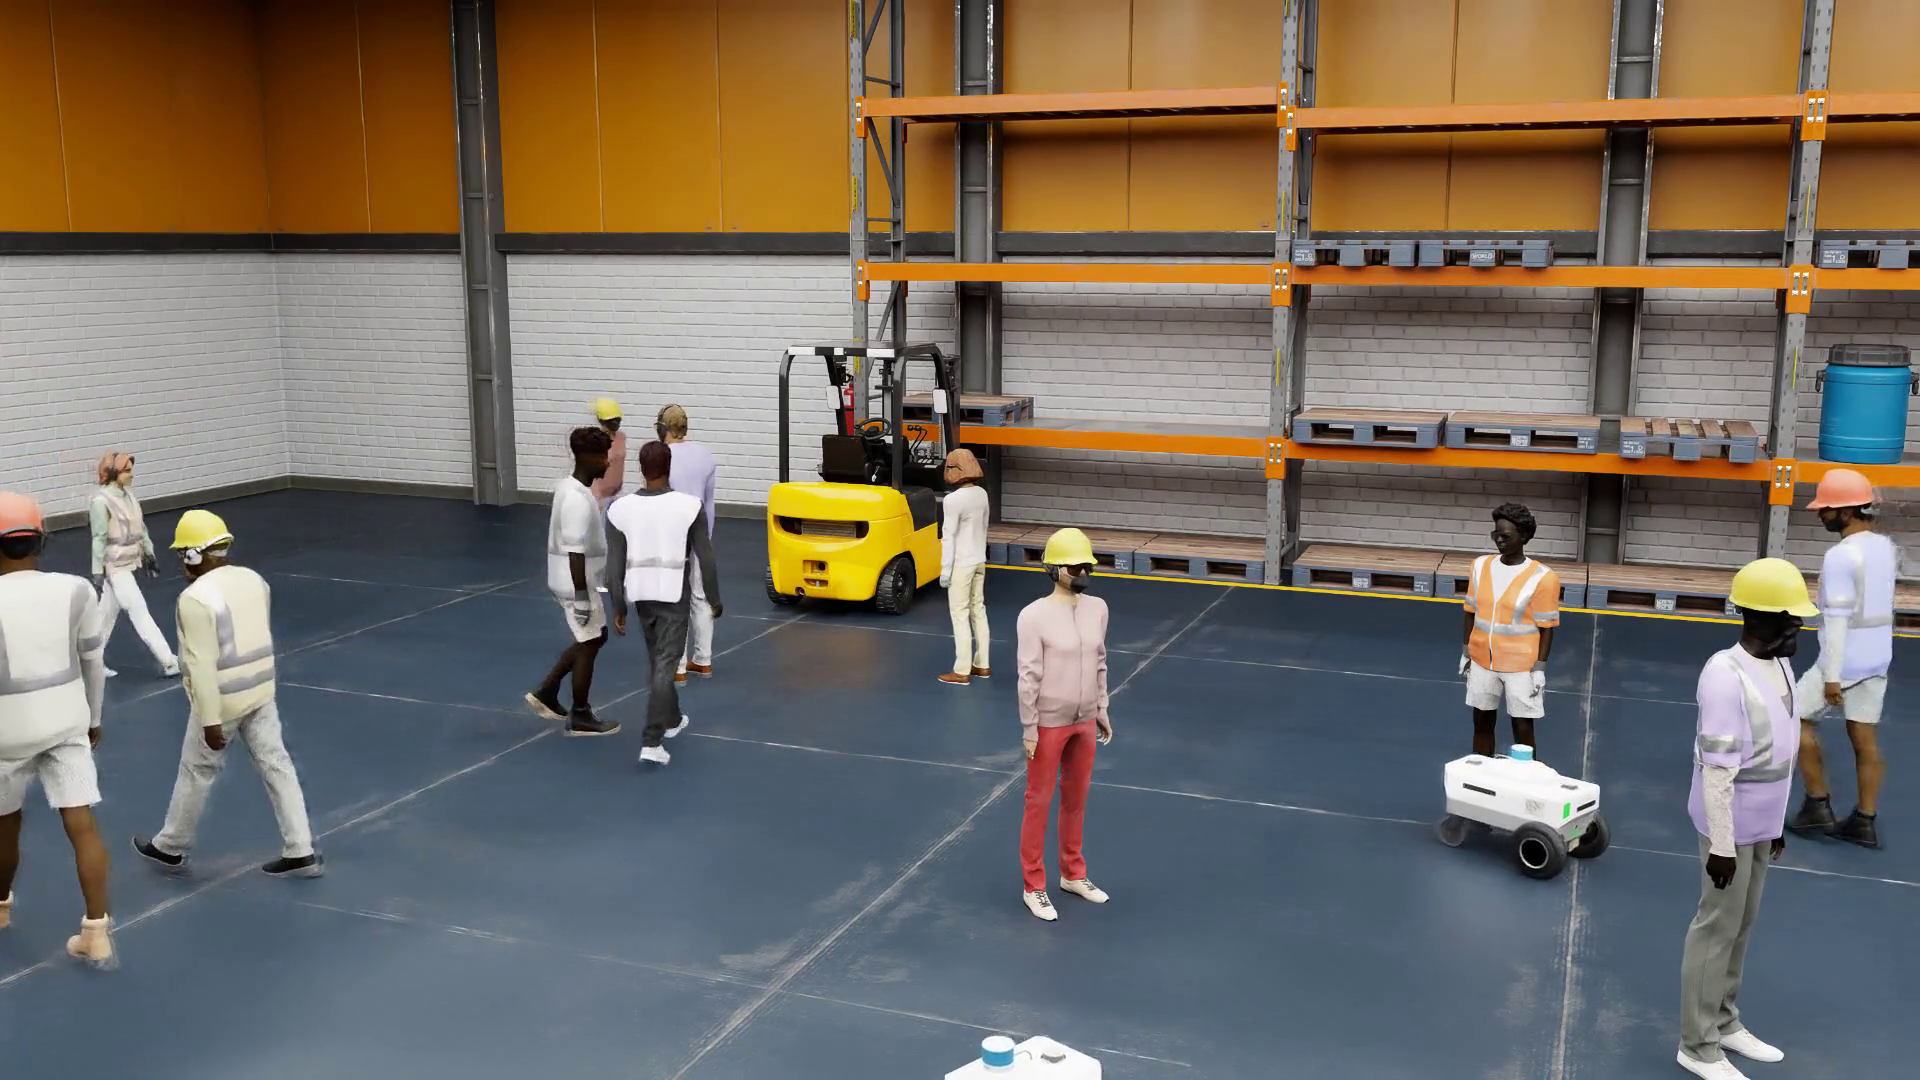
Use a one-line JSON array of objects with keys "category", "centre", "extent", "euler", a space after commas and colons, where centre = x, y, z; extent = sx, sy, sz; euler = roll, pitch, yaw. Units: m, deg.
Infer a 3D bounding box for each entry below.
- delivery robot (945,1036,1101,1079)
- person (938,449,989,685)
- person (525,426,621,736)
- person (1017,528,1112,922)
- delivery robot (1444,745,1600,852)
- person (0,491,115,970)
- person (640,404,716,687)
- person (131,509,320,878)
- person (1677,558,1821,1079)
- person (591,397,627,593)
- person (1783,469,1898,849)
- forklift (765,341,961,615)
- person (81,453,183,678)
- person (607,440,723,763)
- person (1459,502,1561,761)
[{"category": "delivery robot", "centre": [0.119, 1.795, 5.198], "extent": [0.707, 0.478, 0.477], "euler": [-10, 14, -44]}, {"category": "person", "centre": [0.031, 0.181, 11.474], "extent": [0.280, 1.624, 0.493], "euler": [6, 12, 31]}, {"category": "person", "centre": [-2.350, 0.262, 10.145], "extent": [0.572, 1.934, 0.646], "euler": [-2, 10, -13]}, {"category": "person", "centre": [0.479, 0.817, 7.524], "extent": [0.525, 1.772, 0.308], "euler": [-8, 13, -39]}, {"category": "delivery robot", "centre": [2.761, 1.254, 8.210], "extent": [0.477, 0.478, 0.707], "euler": [-9, 13, -40]}, {"category": "person", "centre": [-3.962, 0.786, 7.079], "extent": [1.032, 1.985, 0.633], "euler": [8, 13, 39]}, {"category": "person", "centre": [-1.933, 0.034, 11.417], "extent": [0.353, 1.937, 0.635], "euler": [7, 13, 36]}, {"category": "person", "centre": [-3.510, 0.744, 7.916], "extent": [0.978, 1.774, 0.610], "euler": [3, 11, 16]}, {"category": "person", "centre": [2.843, 1.009, 6.014], "extent": [0.367, 1.927, 0.587], "euler": [9, 14, 41]}, {"category": "person", "centre": [-3.054, -0.378, 14.295], "extent": [0.589, 1.725, 0.540], "euler": [6, 12, 29]}, {"category": "person", "centre": [4.440, 0.590, 8.387], "extent": [0.572, 1.909, 0.581], "euler": [-5, 11, -27]}, {"category": "forklift", "centre": [-0.739, -0.602, 14.246], "extent": [1.214, 2.155, 2.313], "euler": [4, 11, 21]}, {"category": "person", "centre": [-5.766, 0.184, 11.534], "extent": [0.877, 1.583, 0.542], "euler": [-1, 10, -4]}, {"category": "person", "centre": [-1.779, 0.348, 9.874], "extent": [0.597, 1.874, 1.006], "euler": [2, 10, 12]}, {"category": "person", "centre": [2.849, 0.643, 8.696], "extent": [0.318, 1.697, 0.535], "euler": [-9, 14, -41]}]
